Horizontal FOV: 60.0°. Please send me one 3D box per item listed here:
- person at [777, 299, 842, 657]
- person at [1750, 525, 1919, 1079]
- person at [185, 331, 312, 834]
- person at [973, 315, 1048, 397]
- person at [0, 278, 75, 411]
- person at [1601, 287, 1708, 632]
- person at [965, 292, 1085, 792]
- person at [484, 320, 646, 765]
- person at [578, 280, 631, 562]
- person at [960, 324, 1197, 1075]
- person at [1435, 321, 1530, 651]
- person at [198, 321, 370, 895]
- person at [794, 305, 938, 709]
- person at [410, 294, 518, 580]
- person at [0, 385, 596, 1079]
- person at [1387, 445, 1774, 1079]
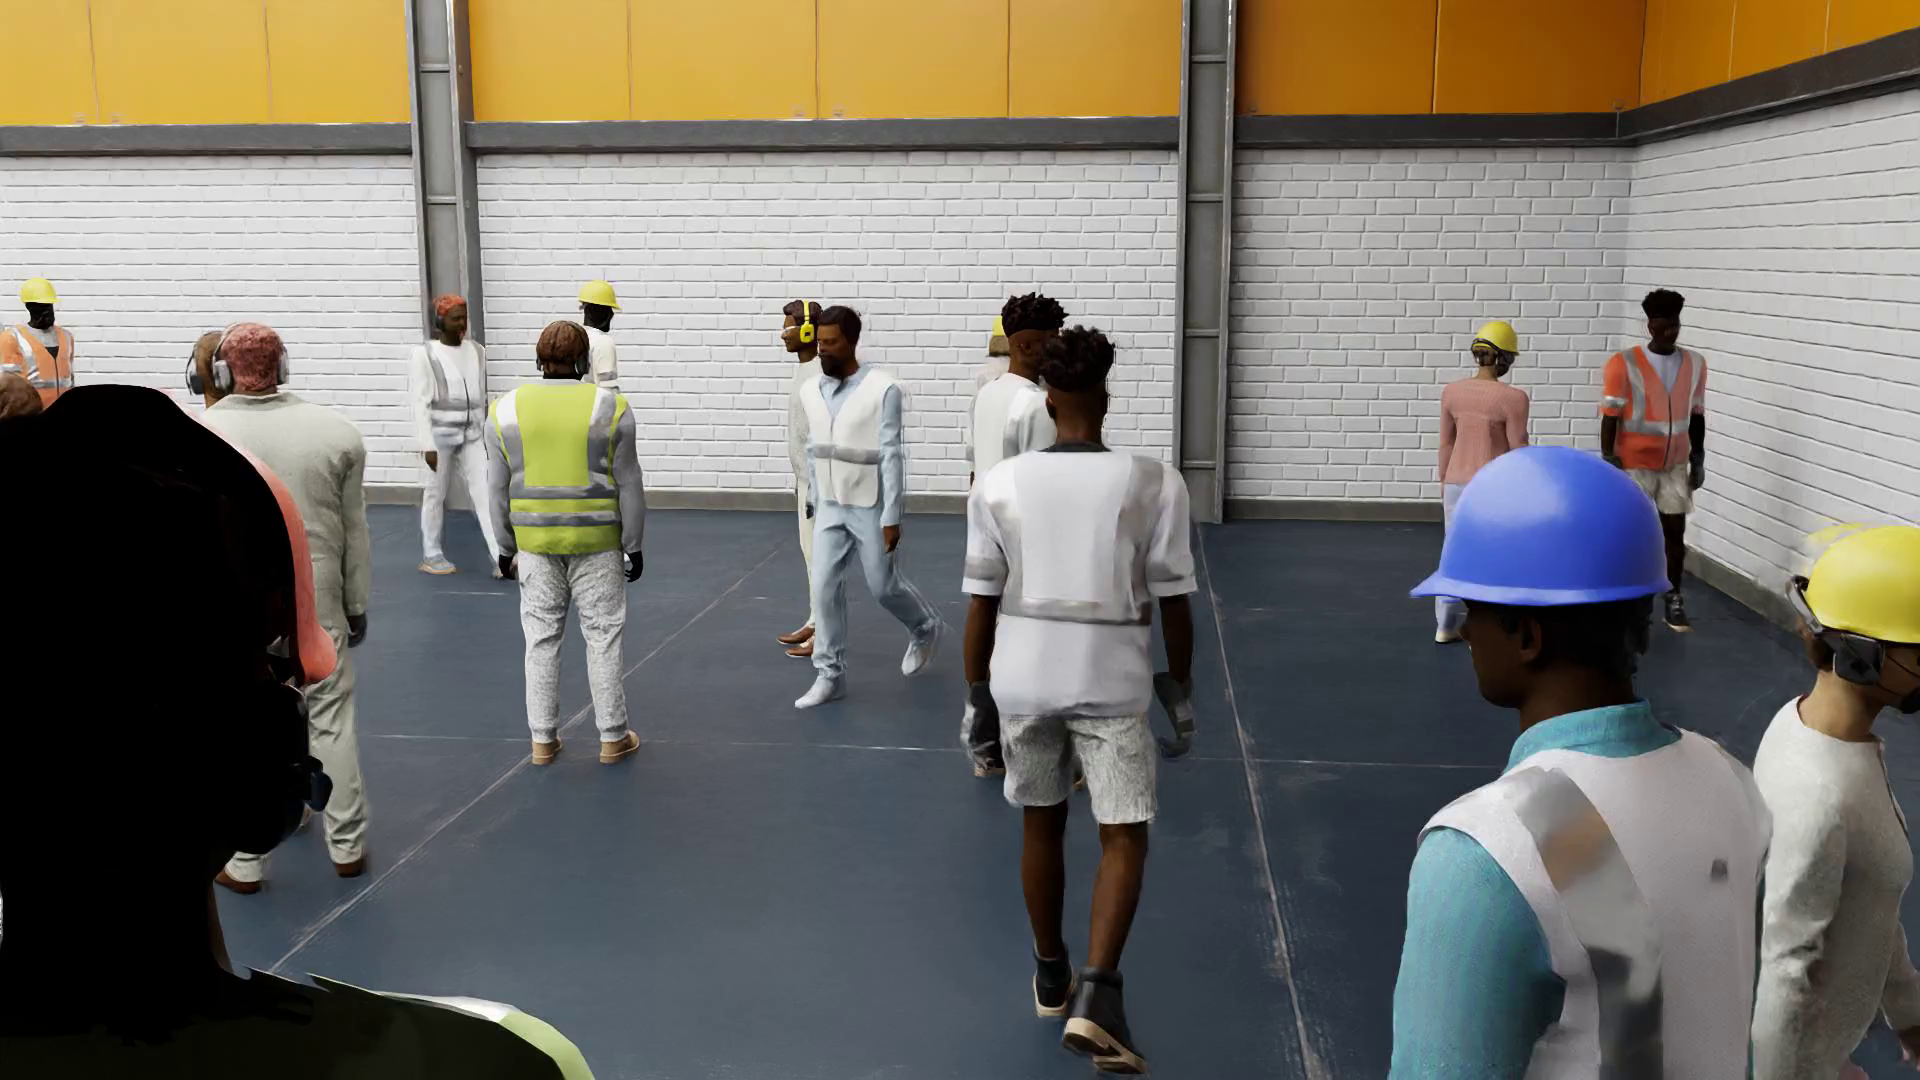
[{"bbox_3d":[-0.797,-0.321,8.740,0.315,1.870,0.532,-2,10,-13],"label":"person"},{"bbox_3d":[1.381,0.810,2.721,0.948,1.708,0.524,4,11,24],"label":"person"},{"bbox_3d":[-2.603,0.168,6.047,0.570,1.833,0.474,-6,11,-30],"label":"person"},{"bbox_3d":[0.297,-0.610,10.819,0.508,1.707,0.734,-2,10,-13],"label":"person"},{"bbox_3d":[-6.559,-0.911,11.950,0.384,1.928,0.588,4,11,20],"label":"person"},{"bbox_3d":[3.924,-0.474,9.474,0.704,1.930,0.717,-1,10,-6],"label":"person"},{"bbox_3d":[0.241,0.014,6.557,0.374,1.962,0.608,-5,11,-26],"label":"person"},{"bbox_3d":[-1.611,0.017,6.887,0.633,1.842,0.429,0,10,-1],"label":"person"},{"bbox_3d":[-2.474,-0.797,11.323,0.385,1.917,0.593,-10,14,-44],"label":"person"},{"bbox_3d":[0.282,0.414,4.361,0.623,1.936,0.765,2,10,14],"label":"person"},{"bbox_3d":[2.778,-0.276,8.823,0.342,1.754,0.533,-8,13,-39],"label":"person"},{"bbox_3d":[-2.312,0.220,5.582,0.652,1.898,0.404,-6,12,-31],"label":"person"},{"bbox_3d":[-0.441,-0.179,7.924,0.599,1.884,0.874,6,12,33],"label":"person"},{"bbox_3d":[-3.205,-0.646,10.691,0.987,1.828,0.604,8,12,37],"label":"person"},{"bbox_3d":[-0.513,0.919,1.140,0.605,2.045,0.376,-2,10,-11],"label":"person"},{"bbox_3d":[0.773,0.855,1.898,0.857,1.915,0.596,9,14,43],"label":"person"}]
